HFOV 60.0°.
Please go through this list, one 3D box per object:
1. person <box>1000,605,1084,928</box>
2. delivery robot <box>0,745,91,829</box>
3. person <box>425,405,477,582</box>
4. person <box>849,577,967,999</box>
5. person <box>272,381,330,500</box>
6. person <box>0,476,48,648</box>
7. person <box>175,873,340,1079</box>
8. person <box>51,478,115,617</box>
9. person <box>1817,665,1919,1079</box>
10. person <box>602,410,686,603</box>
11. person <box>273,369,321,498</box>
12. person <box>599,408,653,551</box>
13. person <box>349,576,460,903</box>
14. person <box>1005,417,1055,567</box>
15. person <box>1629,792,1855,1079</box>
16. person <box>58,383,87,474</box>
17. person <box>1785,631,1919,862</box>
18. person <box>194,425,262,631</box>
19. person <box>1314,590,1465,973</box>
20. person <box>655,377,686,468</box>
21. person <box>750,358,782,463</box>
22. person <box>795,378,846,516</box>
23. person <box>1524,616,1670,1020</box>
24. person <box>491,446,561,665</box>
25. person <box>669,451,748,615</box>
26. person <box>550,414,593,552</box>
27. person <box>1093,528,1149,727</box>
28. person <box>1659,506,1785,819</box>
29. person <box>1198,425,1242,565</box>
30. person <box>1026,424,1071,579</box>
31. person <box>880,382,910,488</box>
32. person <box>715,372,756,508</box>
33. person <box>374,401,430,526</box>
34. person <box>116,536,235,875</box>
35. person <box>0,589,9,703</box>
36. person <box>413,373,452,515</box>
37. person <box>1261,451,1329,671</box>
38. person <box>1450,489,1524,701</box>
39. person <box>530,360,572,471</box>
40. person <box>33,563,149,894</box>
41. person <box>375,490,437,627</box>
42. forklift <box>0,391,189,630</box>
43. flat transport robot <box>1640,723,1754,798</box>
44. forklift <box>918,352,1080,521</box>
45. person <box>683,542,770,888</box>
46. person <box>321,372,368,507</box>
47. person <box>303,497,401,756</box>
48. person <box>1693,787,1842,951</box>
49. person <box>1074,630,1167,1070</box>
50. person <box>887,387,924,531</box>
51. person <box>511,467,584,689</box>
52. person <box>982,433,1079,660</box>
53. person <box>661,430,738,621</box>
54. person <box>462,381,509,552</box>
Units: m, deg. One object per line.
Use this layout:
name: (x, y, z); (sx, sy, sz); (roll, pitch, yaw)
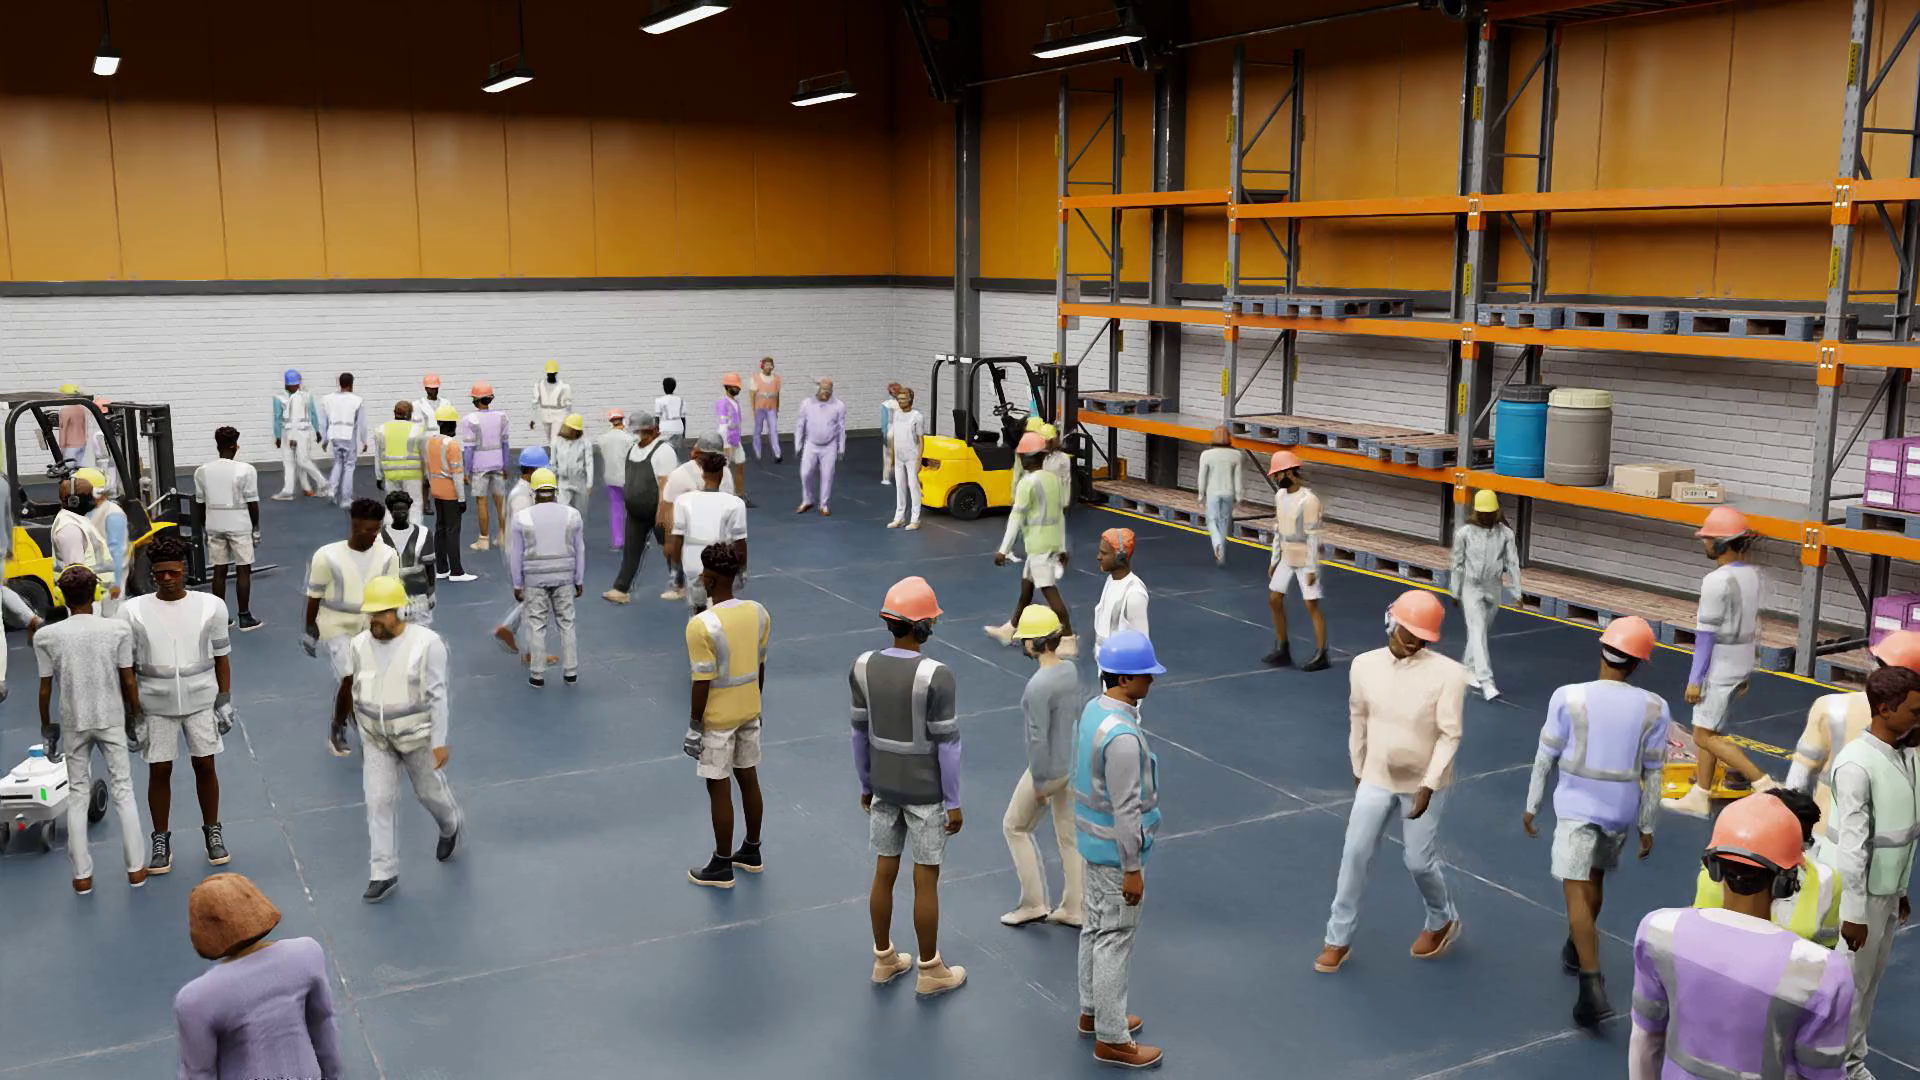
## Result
person: (0.436, 1.200, 8.801); (0.549, 1.743, 0.524); (7, 12, 34)
delivery robot: (-5.632, 1.501, 10.201); (0.477, 0.478, 0.707); (-1, 9, -6)
person: (-5.559, -0.506, 18.094); (0.586, 1.929, 0.369); (9, 13, 41)
person: (-0.239, 1.185, 8.029); (0.605, 2.045, 0.377); (7, 12, 33)
person: (-9.587, -1.506, 24.116); (0.724, 1.863, 0.599); (-7, 12, -33)
person: (-8.499, 0.102, 14.621); (0.652, 1.922, 0.662); (1, 10, 8)
person: (-2.235, 1.854, 5.386); (0.372, 1.620, 0.529); (8, 12, 38)
person: (-6.817, 0.427, 12.978); (0.429, 1.844, 0.627); (-5, 11, -26)
person: (3.753, 1.449, 6.870); (0.391, 1.921, 0.593); (10, 14, 44)
person: (-3.201, -0.354, 16.899); (0.688, 2.000, 0.973); (7, 12, 33)
person: (-9.750, -1.572, 24.336); (0.868, 1.898, 0.654); (7, 12, 36)
person: (-4.038, -0.726, 20.006); (0.583, 1.707, 0.550); (6, 12, 32)
person: (-3.135, 1.064, 9.416); (0.588, 1.807, 0.827); (1, 10, 6)
person: (0.818, -0.555, 18.992); (0.894, 1.711, 0.513); (6, 12, 32)
person: (2.275, 1.737, 4.904); (0.400, 2.036, 0.602); (-9, 13, -42)
person: (-12.332, -1.311, 23.214); (0.578, 1.750, 0.539); (0, 10, 3)
person: (4.121, 1.331, 7.664); (0.655, 1.887, 0.404); (5, 11, 25)
person: (-6.914, -0.109, 15.777); (0.600, 1.948, 0.418); (1, 10, 6)
person: (2.193, 1.187, 8.301); (0.615, 1.945, 0.714); (7, 12, 35)
person: (-4.386, -1.661, 25.474); (0.536, 1.672, 0.648); (-10, 14, -44)
person: (-3.299, -2.208, 28.310); (0.574, 1.788, 1.000); (-4, 11, -20)
person: (-1.885, -1.261, 22.610); (0.701, 1.884, 0.493); (1, 10, 3)
person: (3.039, 1.288, 7.918); (0.580, 1.882, 0.983); (1, 10, 3)
person: (-3.756, 0.142, 14.377); (0.546, 1.924, 0.607); (-1, 10, -3)
person: (-2.087, 0.217, 13.963); (0.631, 1.912, 0.957); (1, 10, 5)
person: (-4.549, -0.632, 19.533); (0.494, 1.679, 0.897); (-2, 10, -11)
person: (1.007, 0.851, 10.415); (0.337, 1.882, 0.583); (-2, 10, -11)
person: (4.791, 0.806, 10.294); (0.740, 2.020, 0.613); (9, 13, 42)
person: (2.981, -0.504, 19.000); (0.503, 1.615, 0.640); (-1, 10, -6)
person: (0.950, -0.403, 18.087); (0.488, 1.728, 0.375); (2, 10, 14)
person: (-0.945, -1.598, 25.315); (0.527, 1.606, 0.806); (-6, 11, -30)
person: (-3.232, -1.380, 23.214); (0.607, 1.950, 0.559); (4, 11, 22)
person: (-6.637, -0.750, 19.848); (0.663, 1.822, 0.433); (1, 10, 3)
person: (-4.536, 0.942, 9.652); (0.606, 1.966, 0.367); (-5, 11, -28)
person: (-6.254, 0.861, 10.291); (0.639, 1.910, 0.407); (-4, 11, -23)
person: (-7.164, -1.310, 22.699); (0.553, 1.935, 0.361); (-9, 13, -43)
person: (2.860, 0.183, 14.269); (0.582, 1.893, 0.549); (-5, 11, -28)
person: (4.243, 0.430, 13.388); (0.510, 1.683, 0.935); (-1, 10, -7)
person: (-6.489, -1.948, 26.583); (0.592, 1.876, 1.015); (2, 10, 9)
person: (-4.864, 1.053, 9.334); (0.523, 1.860, 0.320); (-4, 11, -23)
person: (-4.485, 0.430, 13.402); (0.536, 1.693, 0.320); (-3, 10, -17)
forklift: (-9.026, -0.363, 16.508); (1.214, 2.155, 2.313); (6, 11, 29)
flat transport robot: (4.823, 1.472, 11.477); (0.652, 0.197, 1.431); (0, 10, -2)
forklift: (0.460, -1.461, 22.833); (2.313, 2.155, 1.214); (-5, 11, -28)
person: (-1.330, 0.981, 9.427); (0.367, 1.965, 0.607); (6, 12, 32)
person: (-8.637, -1.401, 23.352); (0.618, 1.894, 0.454); (1, 10, 7)
person: (-4.196, 0.637, 11.627); (1.012, 1.885, 0.619); (8, 13, 40)
person: (2.969, 1.679, 6.280); (0.541, 1.670, 0.700); (0, 10, 2)
person: (0.700, 1.348, 7.366); (0.393, 1.946, 0.617); (-1, 10, -8)
person: (-0.689, -1.042, 21.424); (0.506, 1.847, 0.345); (7, 12, 36)
person: (-3.392, 0.313, 13.696); (0.596, 1.823, 0.403); (-5, 11, -26)
person: (0.655, 0.048, 14.757); (1.038, 1.986, 0.620); (5, 11, 26)
person: (-2.324, -0.049, 15.142); (0.557, 2.000, 0.695); (7, 12, 33)
person: (-5.683, -0.883, 19.926); (0.367, 2.048, 0.607); (9, 13, 41)
